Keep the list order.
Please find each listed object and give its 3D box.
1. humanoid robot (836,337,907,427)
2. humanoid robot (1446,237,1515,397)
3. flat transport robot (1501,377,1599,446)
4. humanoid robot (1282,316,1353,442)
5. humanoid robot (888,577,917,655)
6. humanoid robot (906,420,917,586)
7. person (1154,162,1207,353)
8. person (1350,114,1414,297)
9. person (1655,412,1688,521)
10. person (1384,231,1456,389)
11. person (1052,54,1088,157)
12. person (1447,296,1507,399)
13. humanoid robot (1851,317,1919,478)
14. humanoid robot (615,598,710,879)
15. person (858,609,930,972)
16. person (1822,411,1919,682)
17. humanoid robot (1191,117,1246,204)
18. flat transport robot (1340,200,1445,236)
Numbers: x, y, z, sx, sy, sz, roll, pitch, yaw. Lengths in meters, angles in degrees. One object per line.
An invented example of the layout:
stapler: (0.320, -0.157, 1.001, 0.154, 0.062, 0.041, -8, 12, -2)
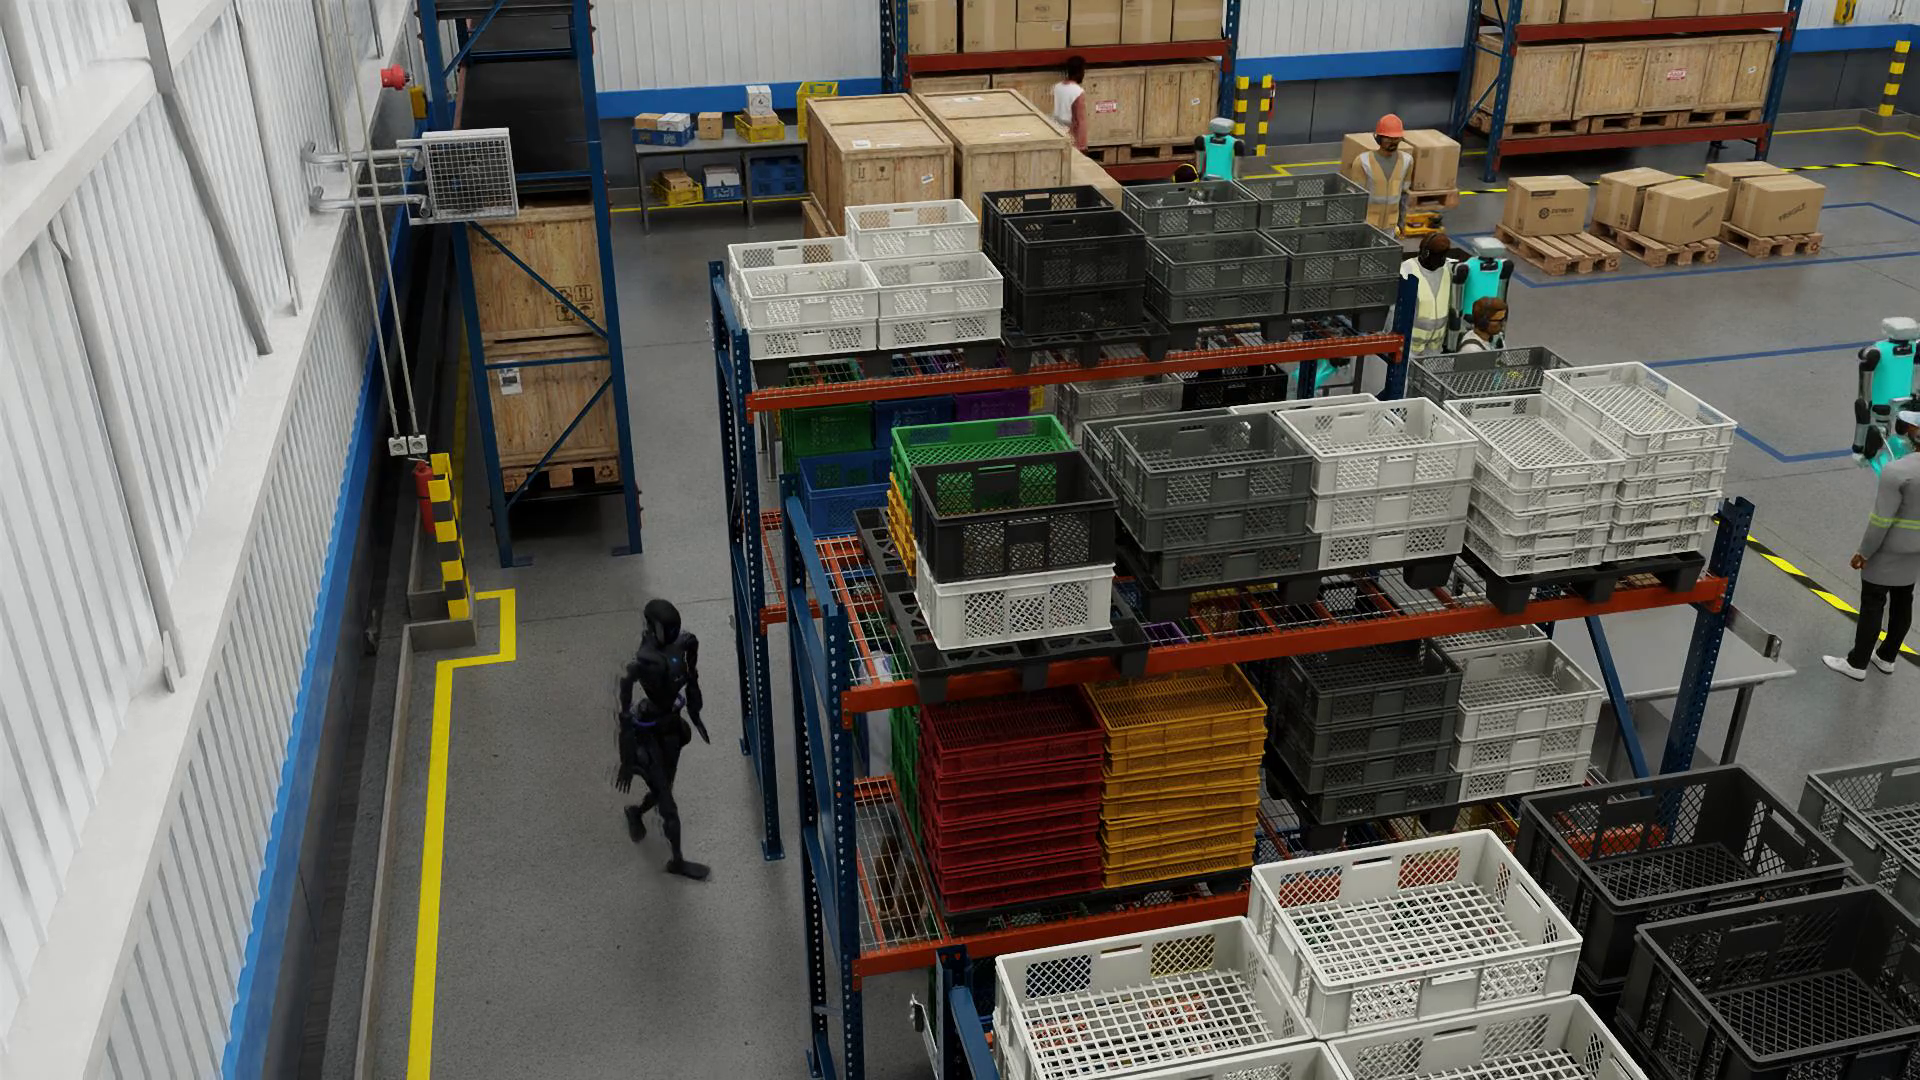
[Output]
humanoid robot: (-0.557, -1.023, 12.464, 1.034, 1.761, 0.540, 6, 28, 11)
humanoid robot: (4.199, -1.493, 13.239, 0.531, 1.750, 0.664, -9, 29, -17)
flat transport robot: (4.780, -1.036, 14.013, 0.659, 0.231, 1.431, -6, 28, -12)
humanoid robot: (2.818, -1.526, 13.302, 0.668, 1.741, 0.533, -8, 29, -15)
humanoid robot: (-0.219, 0.073, 10.442, 0.571, 1.642, 0.613, -1, 28, -2)
humanoid robot: (-0.290, 0.006, 10.520, 0.379, 1.655, 0.616, -2, 28, -4)
person: (1.989, -2.485, 15.045, 0.528, 1.869, 0.312, 8, 29, 16)
person: (4.003, -3.050, 15.929, 0.610, 2.048, 0.362, -5, 28, -10)
person: (4.250, 0.009, 10.423, 0.314, 1.767, 0.534, -14, 31, -24)
person: (3.696, -1.603, 13.415, 0.634, 1.833, 0.429, -9, 29, -17)
person: (1.190, -4.563, 18.963, 0.719, 1.892, 0.584, -10, 29, -18)
person: (3.675, -0.885, 12.034, 0.333, 1.844, 0.507, 7, 29, 13)
humanoid robot: (6.595, -0.598, 11.656, 0.543, 1.815, 0.818, -9, 29, -16)
humanoid robot: (-1.620, 0.998, 8.702, 0.712, 1.638, 0.610, 18, 33, 31)
person: (-0.227, 1.166, 7.953, 0.405, 2.033, 0.606, -17, 32, -30)
person: (5.811, 0.017, 10.314, 0.596, 1.852, 0.364, -8, 29, -15)
humanoid robot: (2.474, -3.282, 16.769, 0.531, 1.807, 0.792, 15, 31, 26)
flat transport robot: (4.994, -3.834, 19.291, 0.652, 0.197, 1.431, -6, 28, -12)
